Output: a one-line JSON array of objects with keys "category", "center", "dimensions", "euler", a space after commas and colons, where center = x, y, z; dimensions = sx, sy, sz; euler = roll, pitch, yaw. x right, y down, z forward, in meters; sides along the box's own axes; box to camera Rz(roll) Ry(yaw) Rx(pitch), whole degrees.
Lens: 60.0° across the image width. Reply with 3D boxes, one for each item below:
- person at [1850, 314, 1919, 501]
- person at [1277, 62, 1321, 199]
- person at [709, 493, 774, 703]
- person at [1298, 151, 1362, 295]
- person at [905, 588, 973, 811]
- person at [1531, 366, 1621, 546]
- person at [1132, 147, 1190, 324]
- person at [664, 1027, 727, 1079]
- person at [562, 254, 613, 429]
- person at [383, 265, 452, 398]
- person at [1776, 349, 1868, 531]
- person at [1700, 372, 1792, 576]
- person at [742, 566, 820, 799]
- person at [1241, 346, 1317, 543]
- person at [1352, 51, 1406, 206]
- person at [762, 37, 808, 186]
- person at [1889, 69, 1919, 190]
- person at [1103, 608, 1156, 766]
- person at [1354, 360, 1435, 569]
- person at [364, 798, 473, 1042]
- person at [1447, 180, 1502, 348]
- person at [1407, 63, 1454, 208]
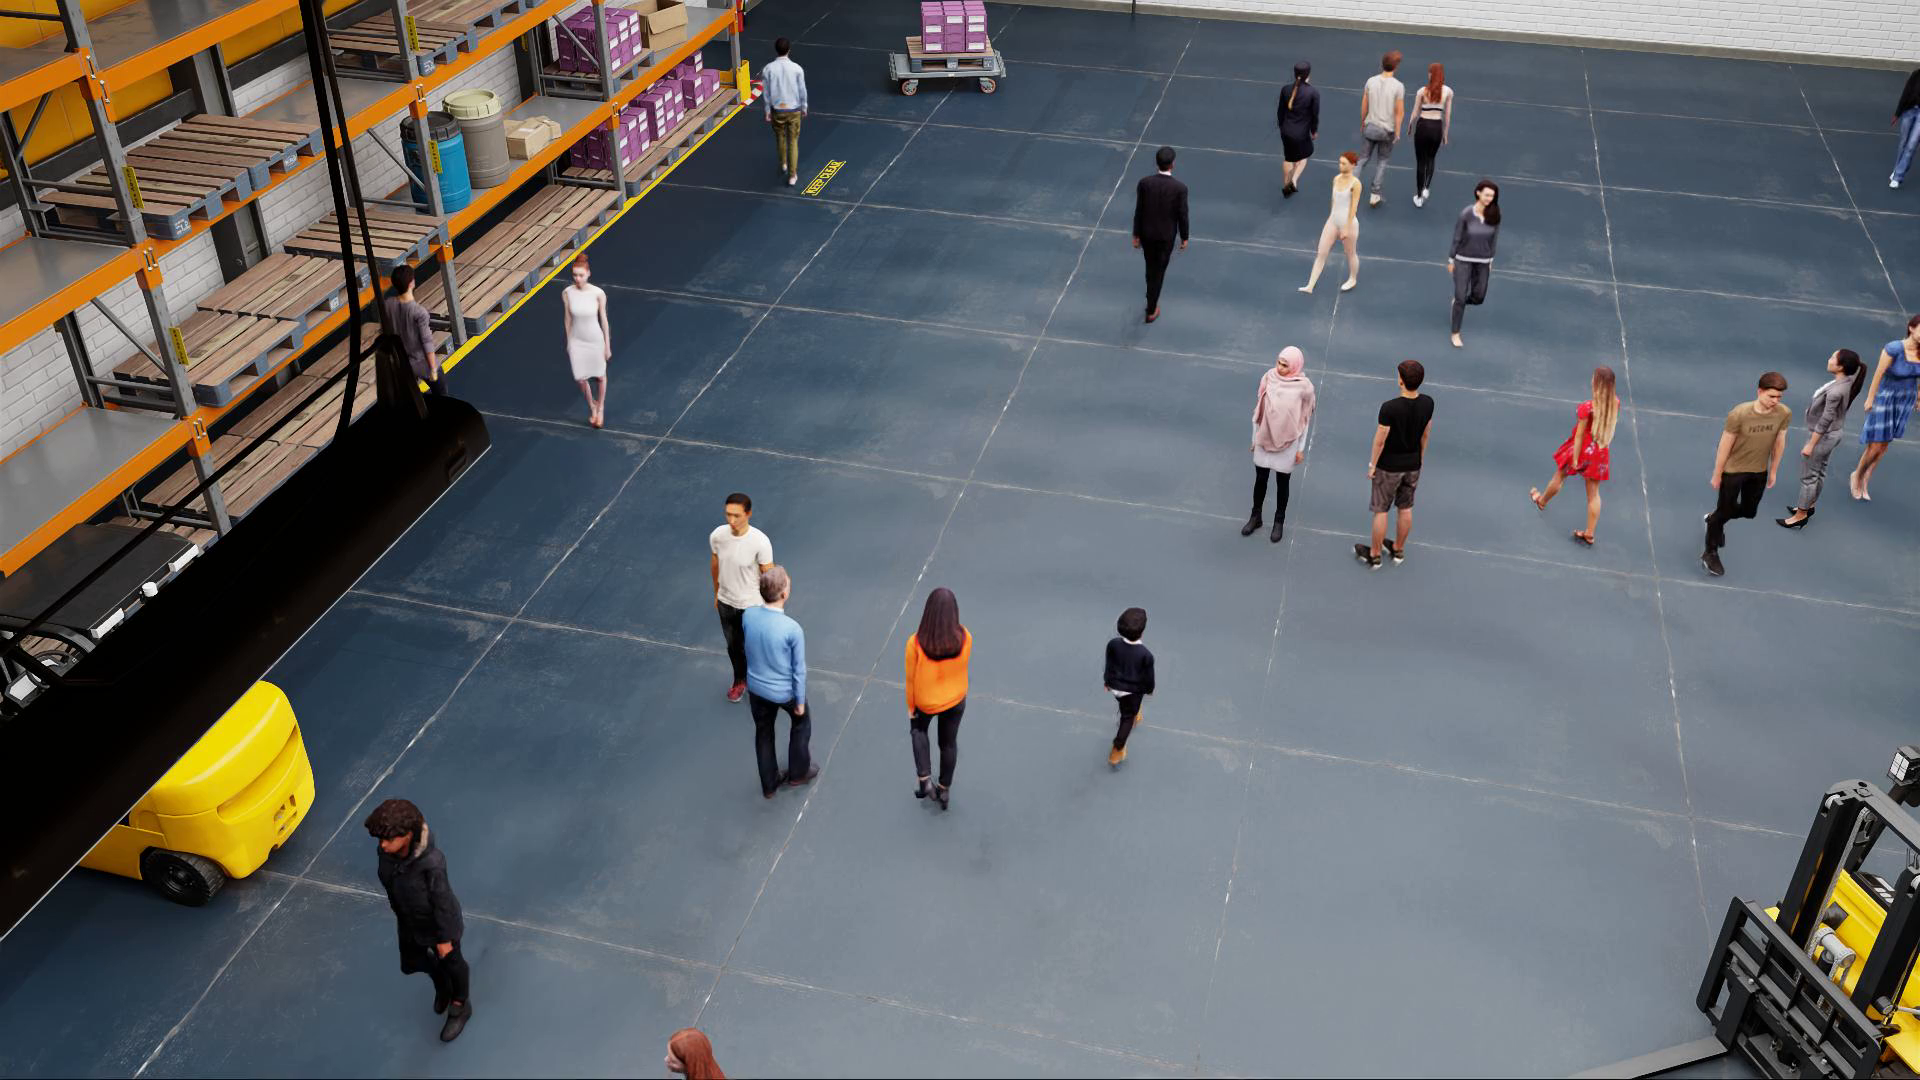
[{"category": "person", "center": [8.069, -1.177, 14.515], "dimensions": [0.796, 1.799, 0.836], "euler": [-5, 34, -7]}, {"category": "person", "center": [4.090, -4.972, 20.348], "dimensions": [0.799, 1.661, 0.776], "euler": [20, 38, 27]}, {"category": "person", "center": [-1.565, 0.415, 12.115], "dimensions": [0.632, 1.803, 0.552], "euler": [11, 35, 16]}, {"category": "person", "center": [4.217, -3.431, 18.082], "dimensions": [1.084, 1.603, 0.912], "euler": [-26, 41, -33]}, {"category": "person", "center": [-0.111, 1.123, 11.112], "dimensions": [0.725, 1.735, 0.746], "euler": [-11, 35, -16]}, {"category": "person", "center": [5.329, -0.677, 13.981], "dimensions": [0.918, 1.556, 1.107], "euler": [-9, 35, -13]}, {"category": "person", "center": [2.051, -3.167, 17.450], "dimensions": [0.769, 1.863, 0.858], "euler": [12, 35, 17]}, {"category": "person", "center": [-1.160, 3.035, 8.235], "dimensions": [0.764, 1.736, 0.660], "euler": [-5, 34, -7]}, {"category": "person", "center": [-3.444, -1.867, 15.567], "dimensions": [0.664, 1.782, 0.675], "euler": [1, 34, 2]}, {"category": "person", "center": [-4.994, -1.566, 15.091], "dimensions": [0.756, 1.807, 1.175], "euler": [12, 35, 17]}, {"category": "person", "center": [7.336, -0.858, 14.143], "dimensions": [0.781, 1.678, 0.677], "euler": [27, 42, 35]}, {"category": "person", "center": [6.387, -0.613, 13.635], "dimensions": [0.851, 1.834, 0.956], "euler": [0, 34, 1]}, {"category": "person", "center": [-1.298, 1.019, 11.209], "dimensions": [0.710, 1.800, 0.696], "euler": [13, 36, 19]}, {"category": "person", "center": [2.671, -0.818, 13.971], "dimensions": [0.674, 1.802, 0.647], "euler": [15, 37, 22]}, {"category": "person", "center": [5.064, -4.930, 20.096], "dimensions": [0.765, 1.869, 0.716], "euler": [14, 36, 20]}, {"category": "person", "center": [-2.178, -5.315, 20.753], "dimensions": [0.851, 1.785, 1.068], "euler": [0, 34, 0]}, {"category": "person", "center": [11.981, -5.306, 20.802], "dimensions": [0.887, 1.715, 1.092], "euler": [27, 42, 35]}, {"category": "person", "center": [1.164, 1.039, 11.720], "dimensions": [0.662, 1.201, 0.897], "euler": [19, 38, 26]}, {"category": "person", "center": [3.599, -0.624, 13.626], "dimensions": [0.745, 1.860, 0.757], "euler": [-9, 35, -13]}, {"category": "person", "center": [-3.034, 2.109, 9.605], "dimensions": [0.631, 1.760, 0.647], "euler": [8, 35, 12]}, {"category": "person", "center": [5.252, -2.896, 17.141], "dimensions": [0.796, 1.753, 0.968], "euler": [-1, 34, -2]}, {"category": "person", "center": [5.686, -4.874, 20.134], "dimensions": [0.658, 1.734, 0.677], "euler": [3, 34, 4]}]
